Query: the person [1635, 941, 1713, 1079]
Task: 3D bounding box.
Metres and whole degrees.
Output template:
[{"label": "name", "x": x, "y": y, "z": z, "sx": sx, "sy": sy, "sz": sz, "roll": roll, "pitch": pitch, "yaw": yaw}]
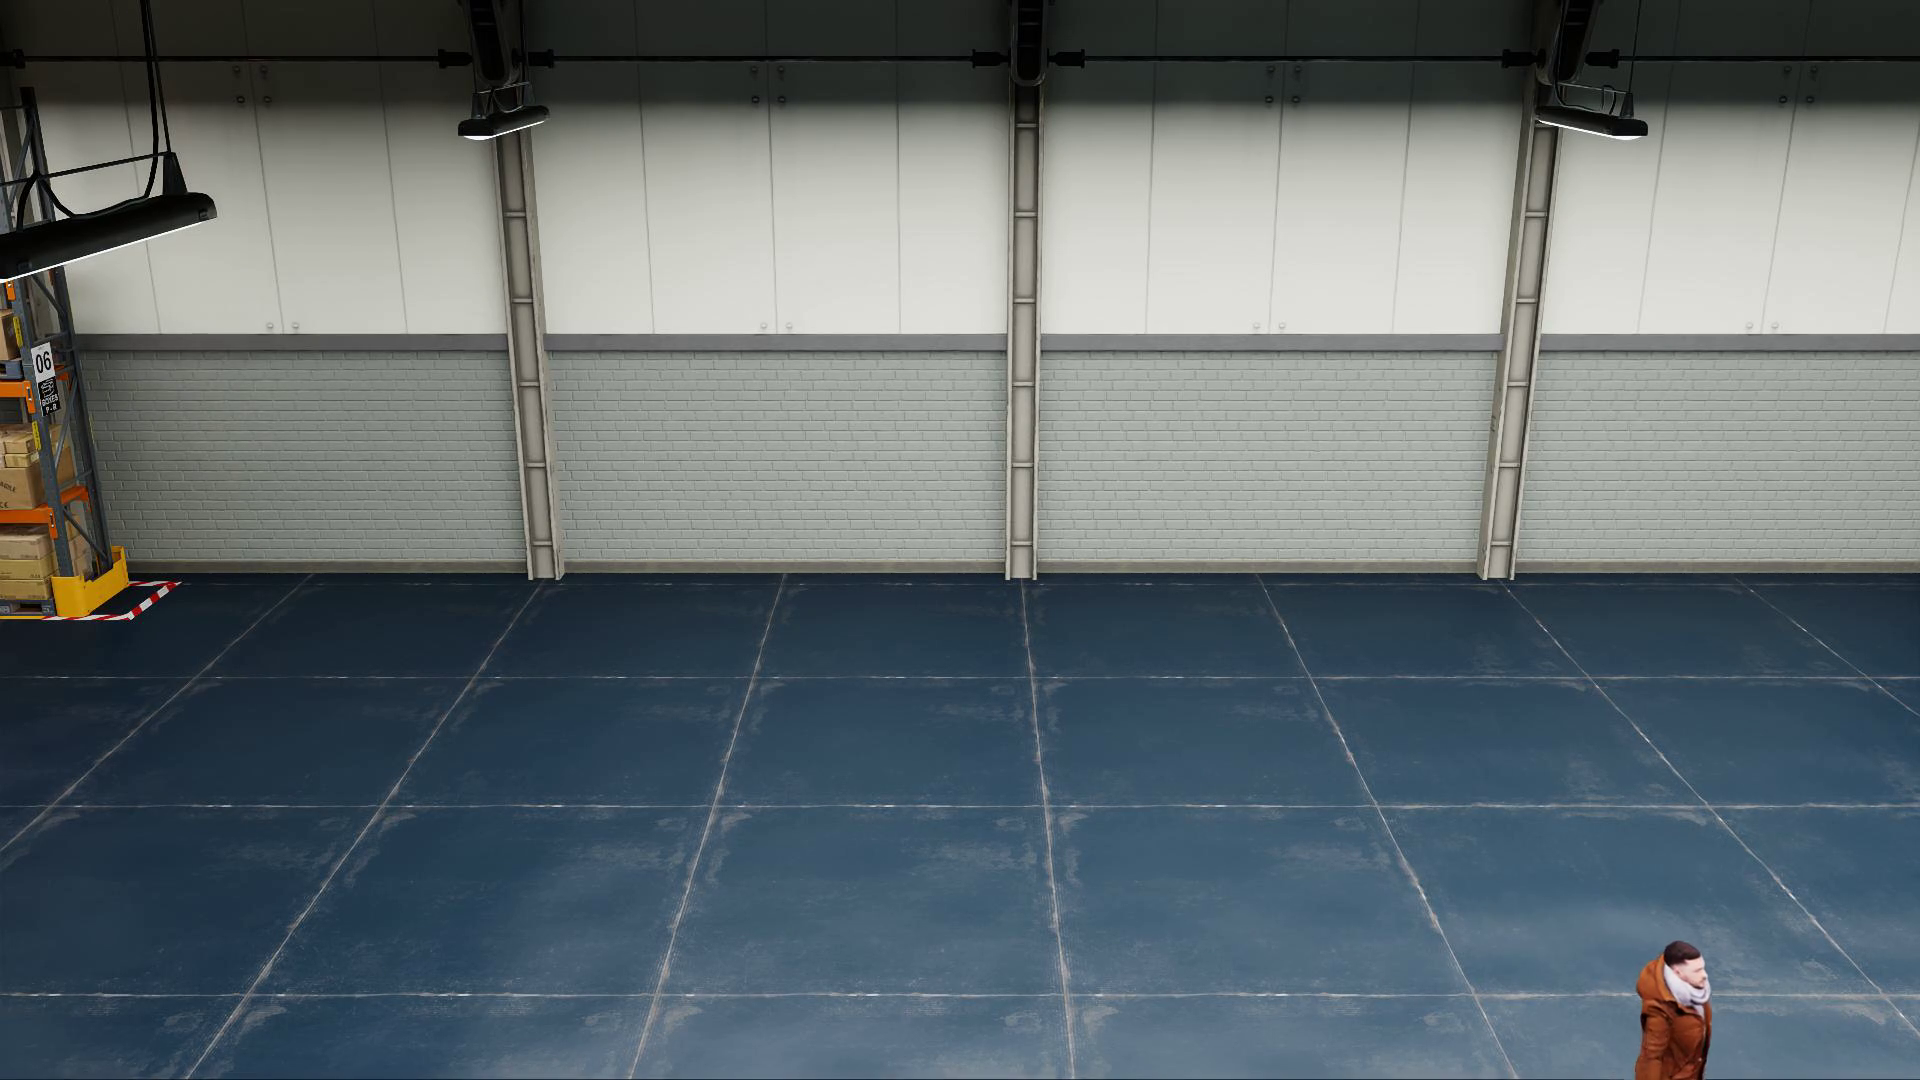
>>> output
[{"label": "person", "x": 4.097, "y": 3.152, "z": 9.800, "sx": 1.089, "sy": 1.820, "sz": 0.985, "roll": 12, "pitch": 21, "yaw": 32}]
